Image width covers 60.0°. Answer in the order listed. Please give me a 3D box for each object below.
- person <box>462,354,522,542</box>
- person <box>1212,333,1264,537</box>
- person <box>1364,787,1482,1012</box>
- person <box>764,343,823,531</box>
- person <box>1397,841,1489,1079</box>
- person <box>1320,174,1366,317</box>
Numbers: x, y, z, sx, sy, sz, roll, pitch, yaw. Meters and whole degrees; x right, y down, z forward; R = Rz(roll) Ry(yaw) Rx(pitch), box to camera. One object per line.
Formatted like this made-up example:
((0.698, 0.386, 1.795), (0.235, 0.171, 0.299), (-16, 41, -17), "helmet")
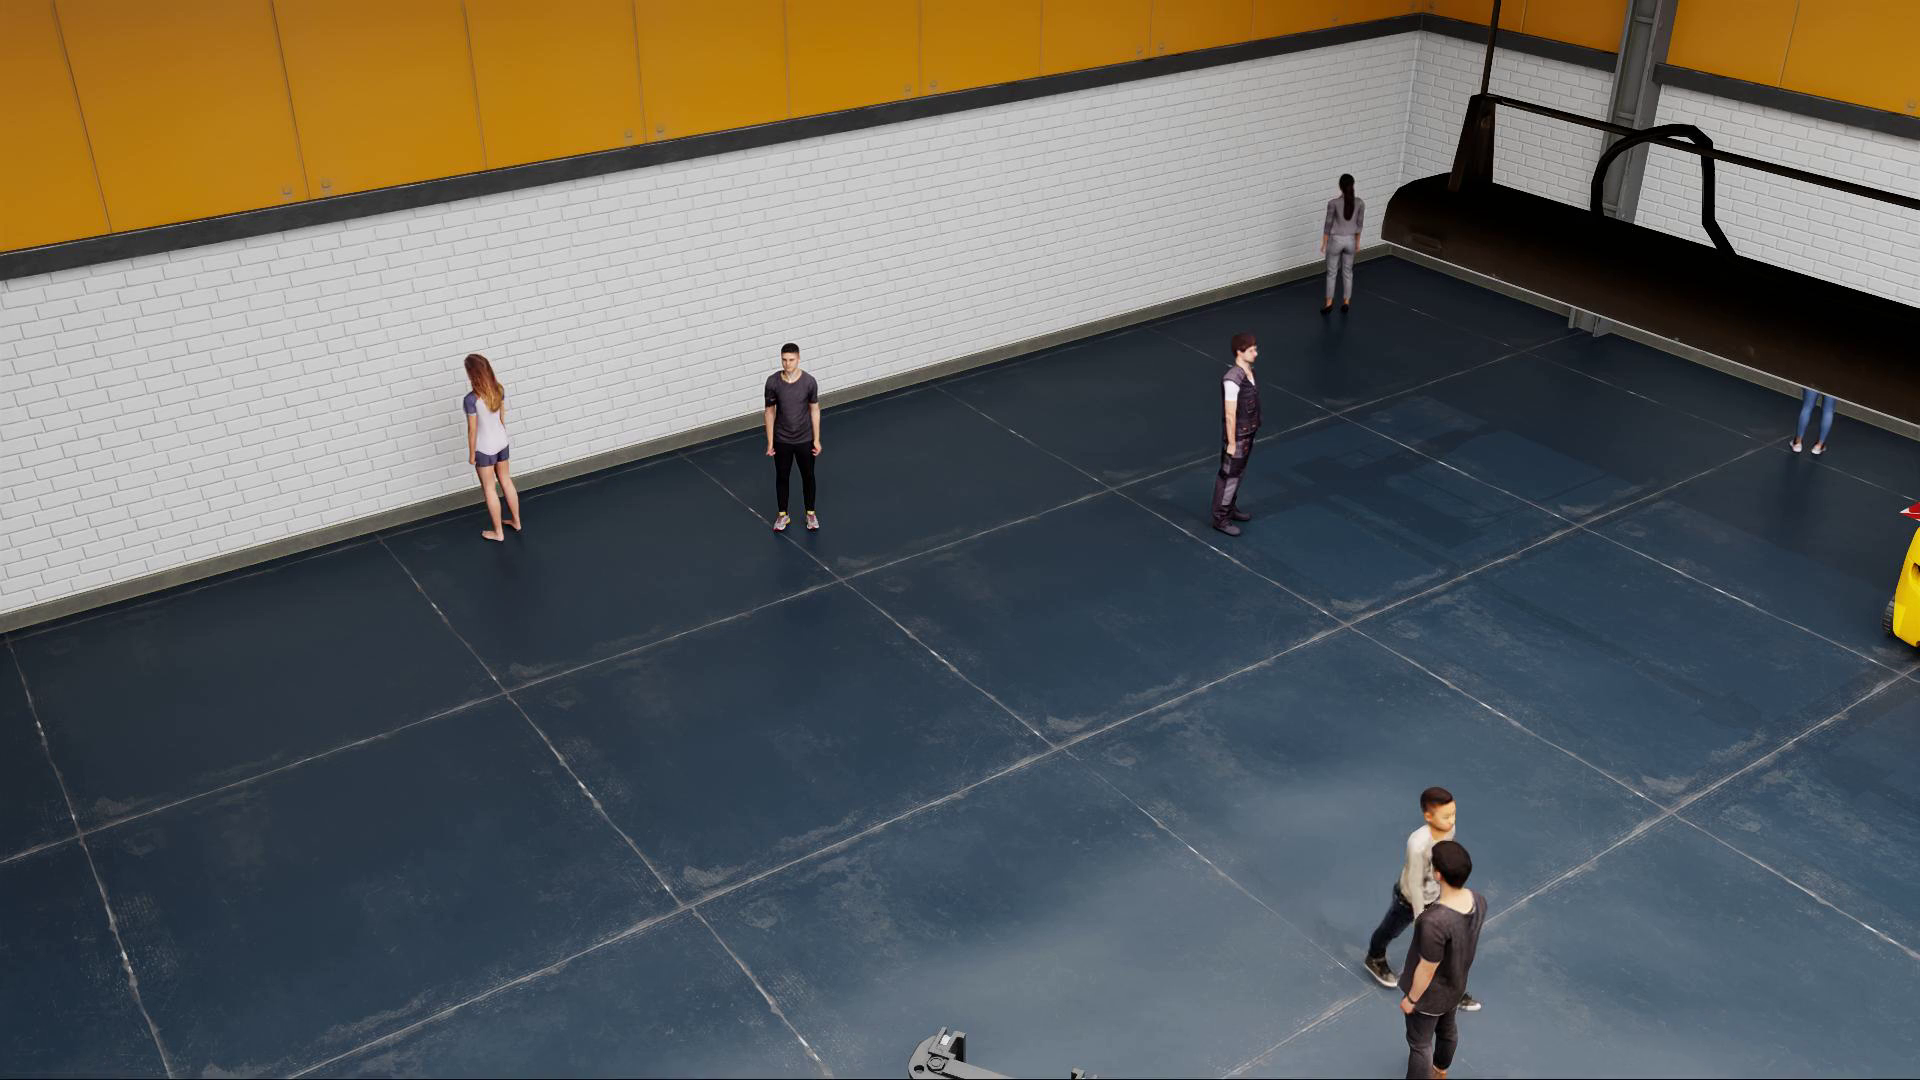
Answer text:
((-4.100, -0.817, 14.542), (0.689, 1.730, 0.682), (16, 32, 27), "person")
((2.445, -0.959, 14.679), (0.748, 1.848, 0.752), (13, 31, 22), "person")
((2.599, 2.024, 9.642), (0.538, 1.434, 0.926), (-18, 34, -30), "person")
((-1.458, -0.911, 14.680), (0.716, 1.763, 0.720), (-2, 29, -3), "person")
((2.540, 2.319, 8.813), (0.625, 1.711, 0.552), (-21, 35, -33), "person")
((4.446, -3.441, 19.407), (0.716, 1.677, 0.728), (-3, 29, -6), "person")
